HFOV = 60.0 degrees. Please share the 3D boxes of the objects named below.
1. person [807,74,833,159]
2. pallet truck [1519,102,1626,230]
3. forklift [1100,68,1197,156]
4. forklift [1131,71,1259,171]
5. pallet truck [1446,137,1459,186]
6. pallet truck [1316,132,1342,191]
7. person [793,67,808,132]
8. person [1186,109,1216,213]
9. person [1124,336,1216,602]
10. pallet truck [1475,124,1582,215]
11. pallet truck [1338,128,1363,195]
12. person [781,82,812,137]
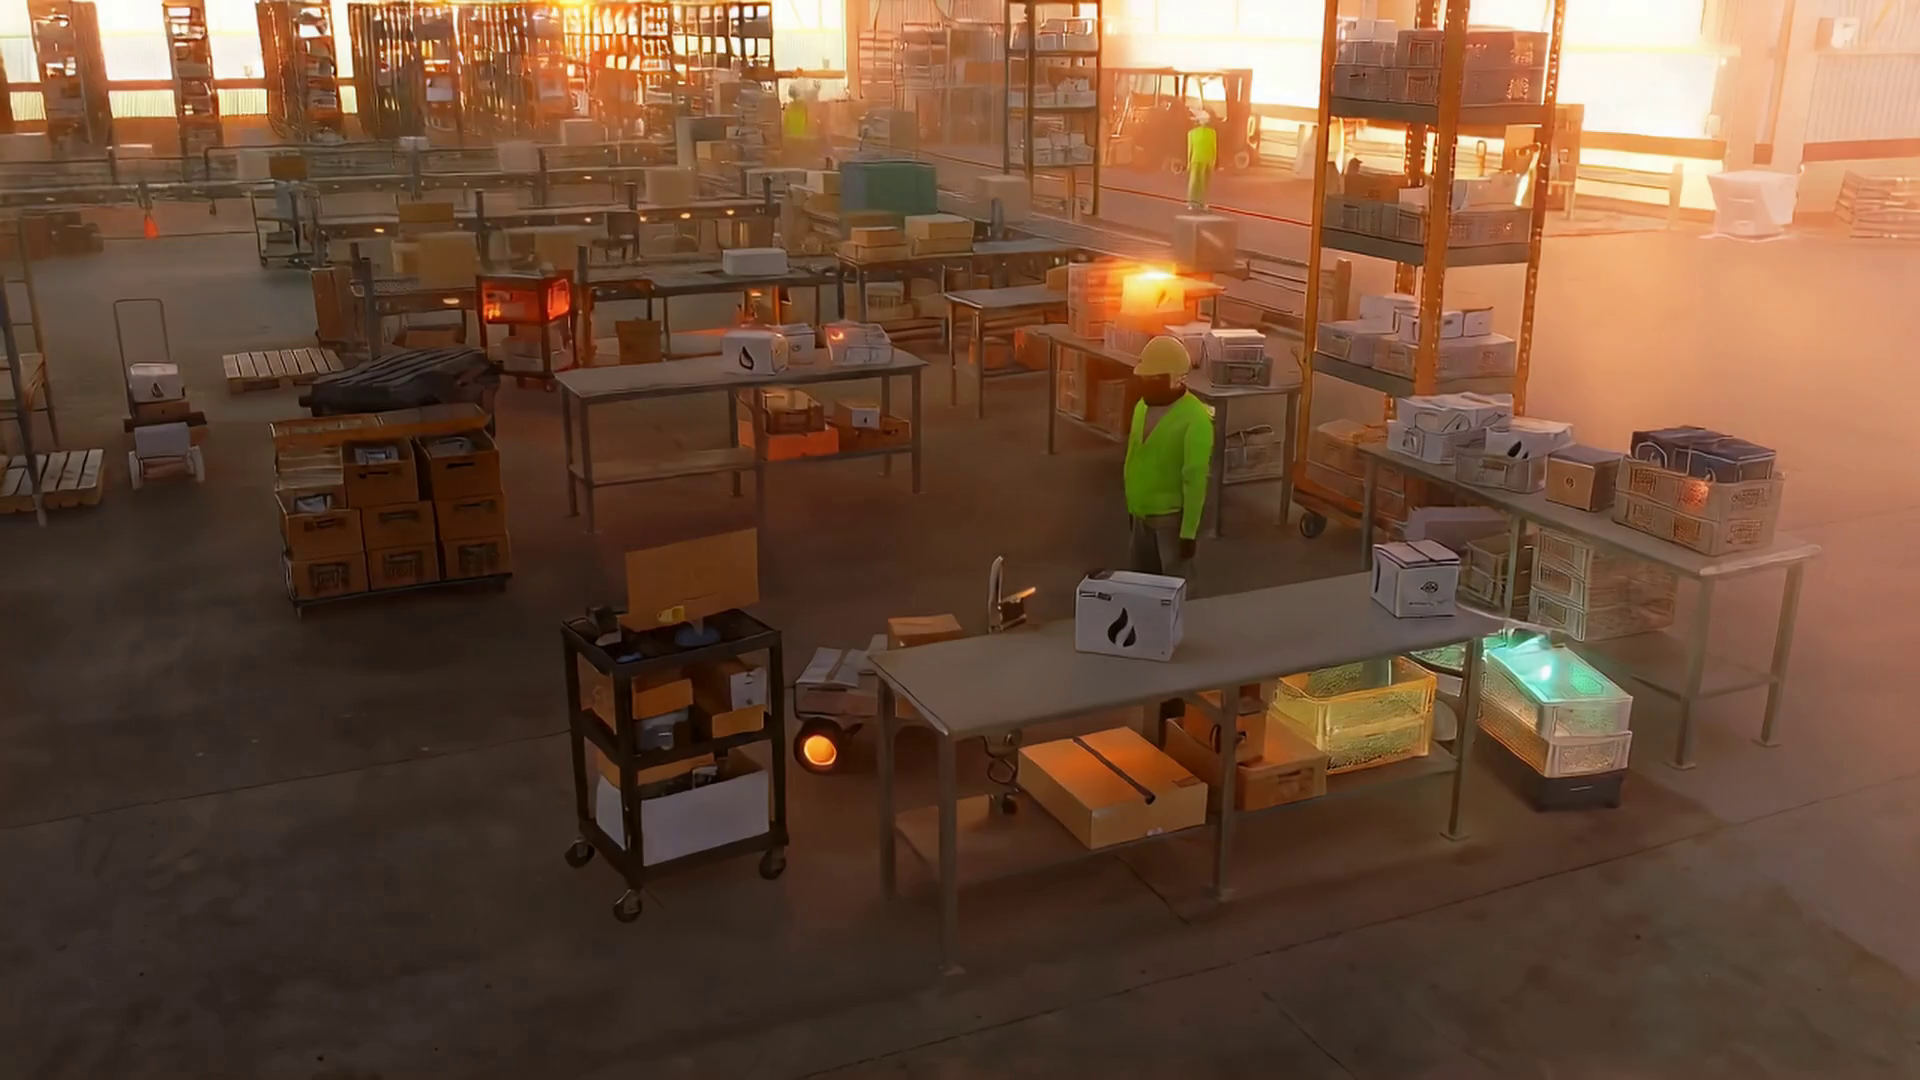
[{"bbox_3d":[-3.289,-9.928,39.109,0.837,1.961,0.622,-2,18,-6],"label":"person"},{"bbox_3d":[9.972,-6.037,26.785,1.885,1.965,0.823,-9,20,-25],"label":"pallet truck"},{"bbox_3d":[4.082,-9.564,37.410,2.680,1.987,1.157,-8,19,-23],"label":"forklift"},{"bbox_3d":[4.998,-8.936,35.413,2.680,1.987,1.157,-9,20,-25],"label":"forklift"},{"bbox_3d":[9.184,-6.485,29.328,1.630,1.274,0.653,-8,19,-23],"label":"pallet truck"},{"bbox_3d":[7.723,-7.504,32.656,1.601,1.201,0.680,-8,19,-23],"label":"pallet truck"},{"bbox_3d":[-4.590,-12.716,48.070,0.373,1.843,0.570,13,22,35],"label":"person"},{"bbox_3d":[4.172,-6.549,28.778,0.533,1.765,0.330,-5,18,-14],"label":"person"},{"bbox_3d":[1.036,-0.140,8.487,0.403,1.829,0.590,-9,20,-27],"label":"person"},{"bbox_3d":[9.707,-6.455,28.103,1.885,1.965,0.823,-7,19,-20],"label":"pallet truck"},{"bbox_3d":[7.845,-7.140,31.411,1.522,1.261,0.704,-9,20,-25],"label":"pallet truck"},{"bbox_3d":[-3.293,-8.142,33.369,0.605,2.024,0.533,-12,21,-32],"label":"person"}]
